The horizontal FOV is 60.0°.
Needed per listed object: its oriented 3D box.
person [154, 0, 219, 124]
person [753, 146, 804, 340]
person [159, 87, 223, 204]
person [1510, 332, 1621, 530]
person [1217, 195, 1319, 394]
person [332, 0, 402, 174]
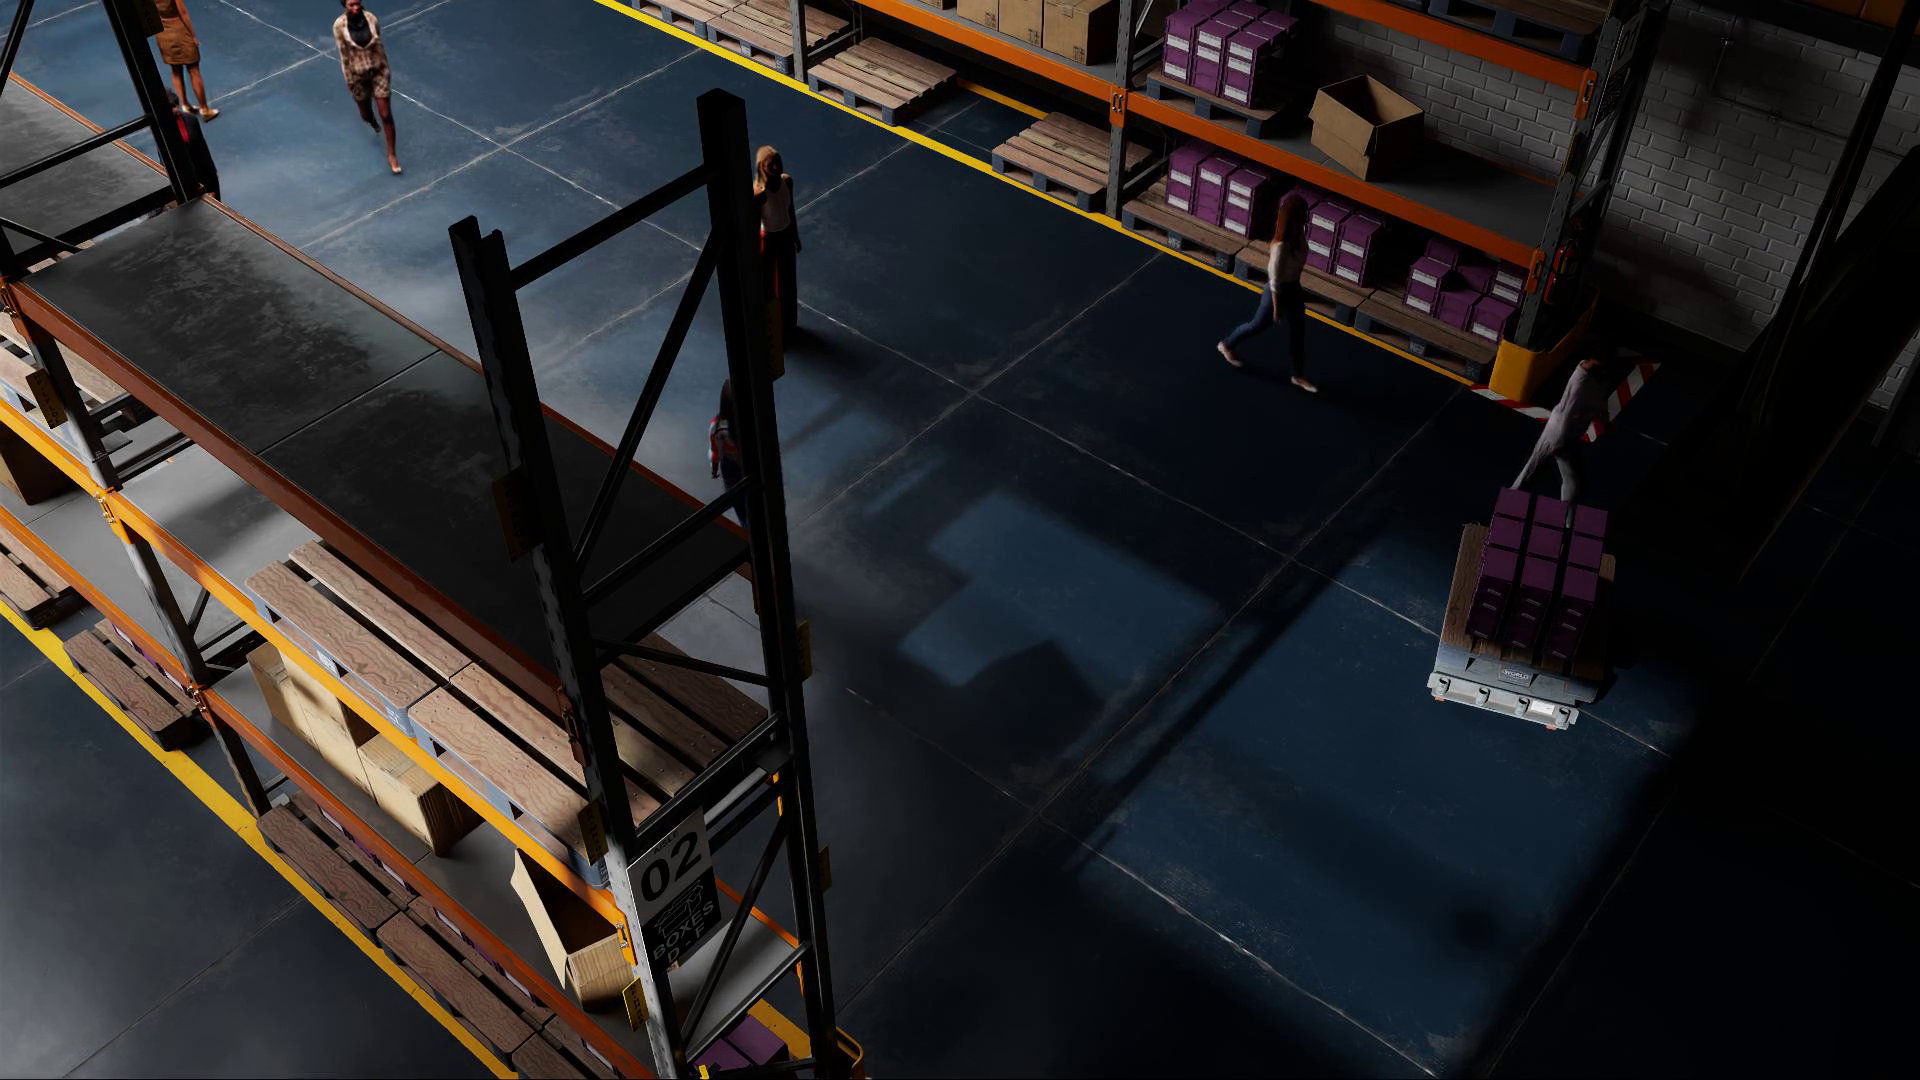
[{"bbox_3d":[-7.631,-4.882,16.169,0.600,1.683,0.704,8,44,8],"label":"person"},{"bbox_3d":[-1.503,-2.389,13.466,0.567,1.802,0.625,32,52,29],"label":"person"},{"bbox_3d":[-6.614,-3.131,14.362,0.651,1.640,0.688,-24,49,-23],"label":"person"},{"bbox_3d":[4.226,-0.802,11.842,0.993,1.744,0.760,16,46,16],"label":"person"},{"bbox_3d":[2.442,-1.972,13.108,1.121,1.692,0.582,30,51,28],"label":"person"},{"bbox_3d":[-5.541,-4.320,15.514,0.822,1.773,1.048,-21,47,-20],"label":"person"}]
